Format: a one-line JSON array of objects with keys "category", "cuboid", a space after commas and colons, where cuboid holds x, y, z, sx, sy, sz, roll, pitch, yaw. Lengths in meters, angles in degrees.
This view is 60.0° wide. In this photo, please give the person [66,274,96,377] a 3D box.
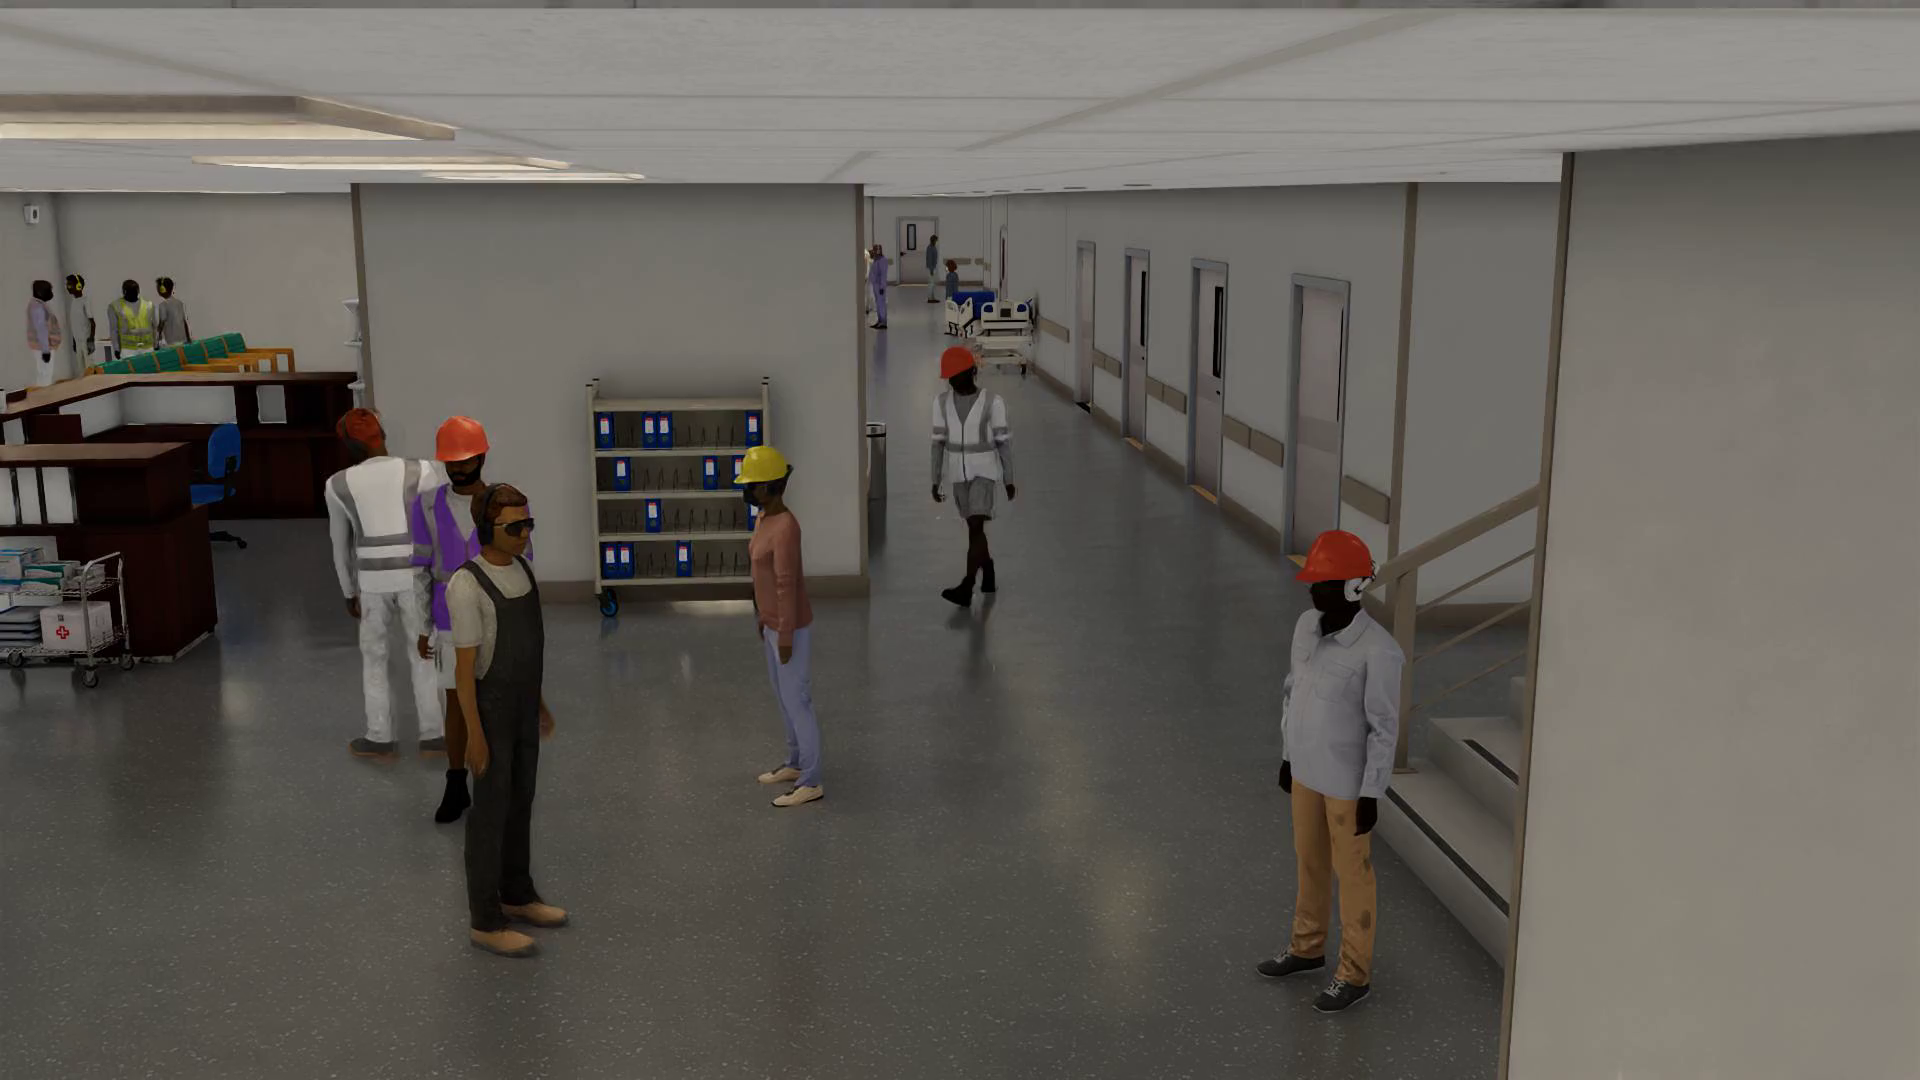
[{"category": "person", "cuboid": [-12.427, -2.818, 23.551, 0.539, 1.869, 0.313, 9, 14, 37]}]

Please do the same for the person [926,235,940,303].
[{"category": "person", "cuboid": [-0.778, -7.689, 47.229, 0.387, 1.928, 0.636, 1, 12, 7]}]

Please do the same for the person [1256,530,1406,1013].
[{"category": "person", "cuboid": [1.340, 0.825, 6.036, 0.328, 1.752, 0.563, -6, 13, -26]}]

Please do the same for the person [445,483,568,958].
[{"category": "person", "cuboid": [-1.775, 0.686, 6.488, 0.331, 1.843, 0.515, 3, 12, 16]}]

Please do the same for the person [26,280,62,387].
[{"category": "person", "cuboid": [-12.473, -2.618, 22.692, 0.433, 1.832, 0.666, -7, 13, -30]}]

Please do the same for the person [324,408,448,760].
[{"category": "person", "cuboid": [-2.910, 0.237, 8.690, 0.707, 1.855, 0.348, -1, 12, -7]}]

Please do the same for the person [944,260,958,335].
[{"category": "person", "cuboid": [-0.177, -5.259, 36.085, 0.281, 1.624, 0.495, -6, 13, -26]}]

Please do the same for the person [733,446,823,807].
[{"category": "person", "cuboid": [-0.894, 0.411, 8.077, 0.377, 1.754, 0.539, -4, 12, -17]}]

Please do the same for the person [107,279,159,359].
[{"category": "person", "cuboid": [-11.385, -2.676, 22.972, 0.619, 1.835, 0.434, -11, 16, -43]}]

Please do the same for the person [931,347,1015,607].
[{"category": "person", "cuboid": [0.080, -0.475, 12.129, 0.602, 1.866, 0.995, 5, 13, 22]}]

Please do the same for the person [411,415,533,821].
[{"category": "person", "cuboid": [-2.272, 0.375, 7.784, 0.551, 1.934, 0.373, -1, 12, -6]}]

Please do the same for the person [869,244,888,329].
[{"category": "person", "cuboid": [-1.862, -5.770, 37.891, 0.402, 1.906, 0.652, -3, 12, -15]}]
